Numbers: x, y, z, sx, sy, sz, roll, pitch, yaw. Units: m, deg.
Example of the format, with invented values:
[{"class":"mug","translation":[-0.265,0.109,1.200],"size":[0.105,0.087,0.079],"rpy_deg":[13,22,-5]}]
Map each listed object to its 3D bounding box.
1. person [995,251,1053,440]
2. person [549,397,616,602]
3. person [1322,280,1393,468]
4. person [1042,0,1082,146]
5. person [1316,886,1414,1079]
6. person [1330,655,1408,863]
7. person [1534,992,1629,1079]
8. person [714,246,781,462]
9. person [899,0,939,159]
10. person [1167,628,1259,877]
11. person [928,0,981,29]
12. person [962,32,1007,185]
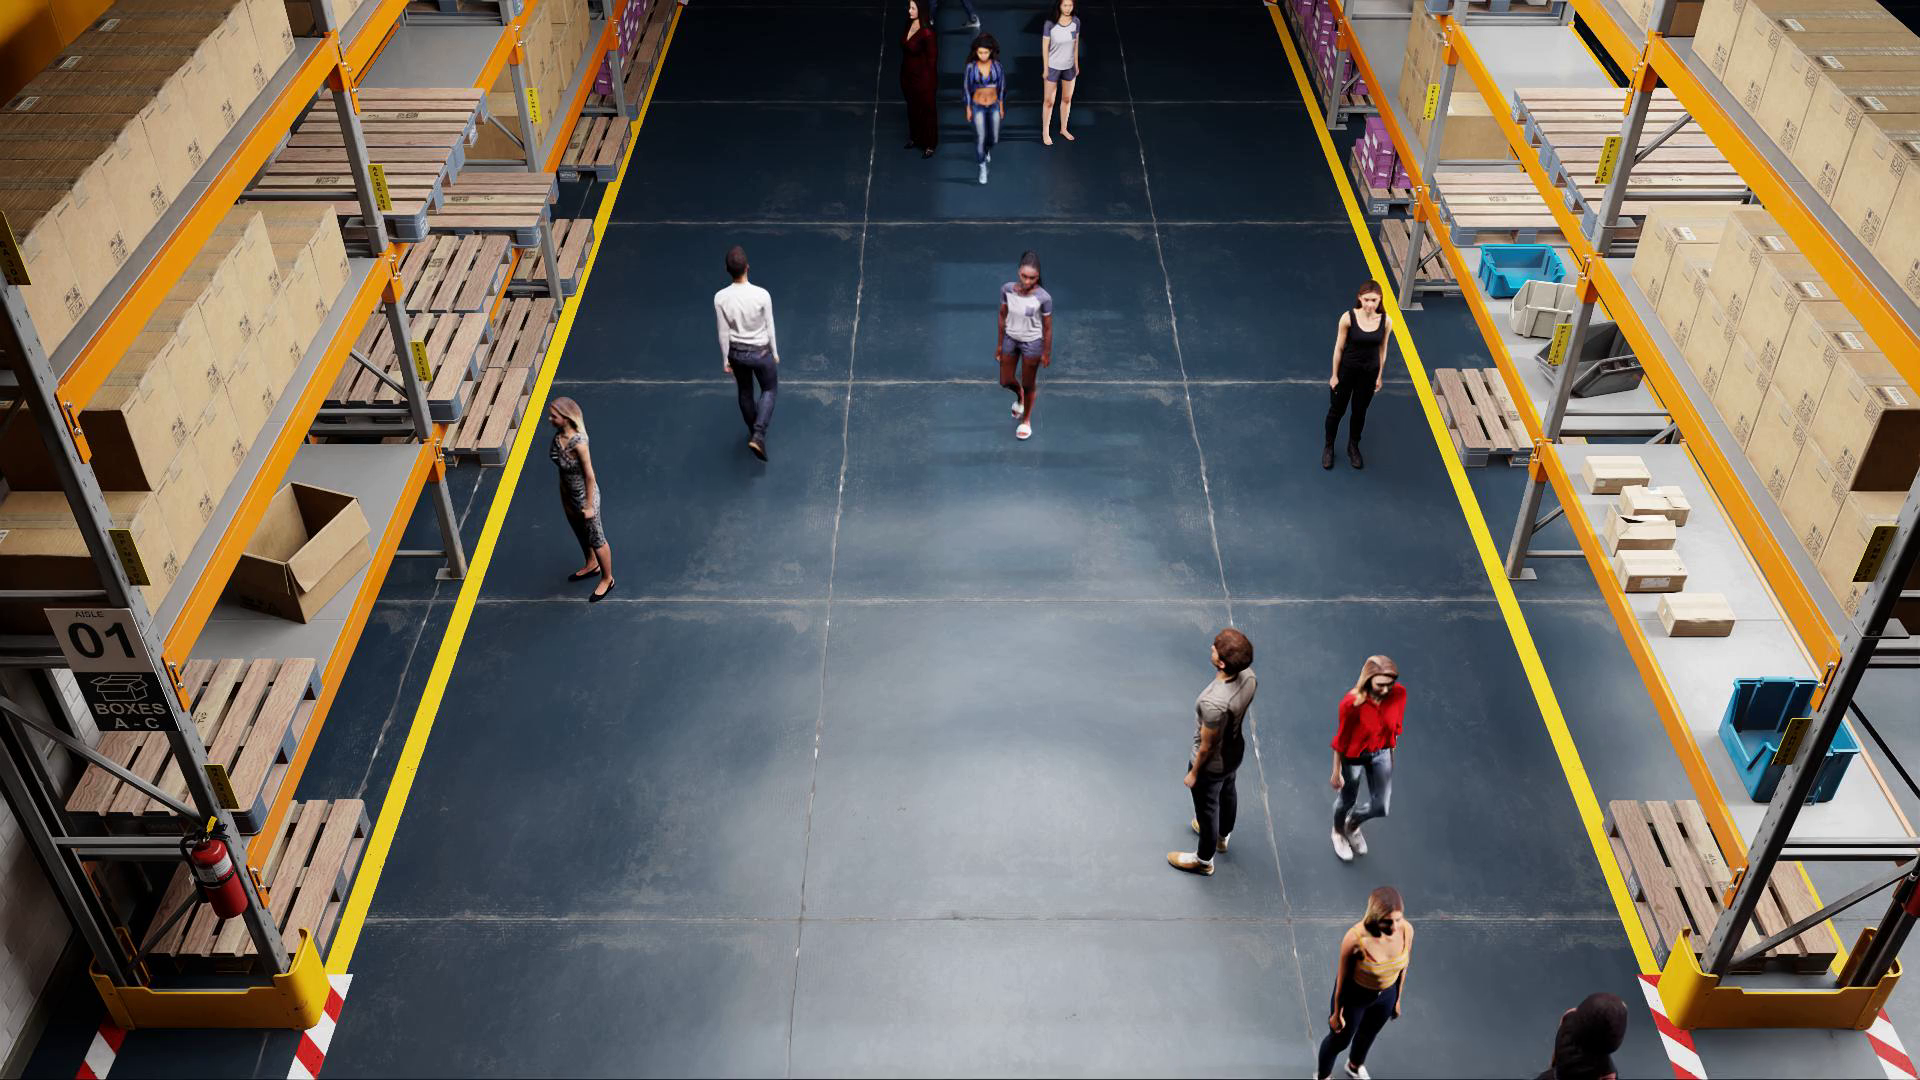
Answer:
[{"class":"person","translation":[0.556,-1.653,13.820],"size":[0.741,1.709,0.785],"rpy_deg":[17,42,20]},{"class":"person","translation":[-2.769,-0.329,12.166],"size":[0.699,1.704,0.610],"rpy_deg":[-25,45,-28]},{"class":"person","translation":[3.208,-1.350,13.458],"size":[0.574,1.688,0.539],"rpy_deg":[1,39,1]},{"class":"person","translation":[1.106,-5.216,18.284],"size":[0.671,1.706,0.661],"rpy_deg":[-15,41,-18]},{"class":"person","translation":[2.141,2.406,8.802],"size":[0.626,1.629,0.611],"rpy_deg":[-11,40,-14]},{"class":"person","translation":[2.425,1.282,10.164],"size":[0.704,1.685,0.679],"rpy_deg":[-11,40,-13]},{"class":"person","translation":[2.886,2.832,8.205],"size":[0.824,1.707,1.131],"rpy_deg":[-8,39,-10]},{"class":"person","translation":[-1.711,-1.464,13.468],"size":[0.676,1.853,0.995],"rpy_deg":[3,39,3]},{"class":"person","translation":[-0.428,-5.027,18.006],"size":[0.823,1.758,0.743],"rpy_deg":[-27,46,-29]},{"class":"person","translation":[1.552,1.274,10.005],"size":[0.795,1.897,0.705],"rpy_deg":[25,45,28]},{"class":"person","translation":[-0.053,-7.117,20.819],"size":[0.977,1.513,1.095],"rpy_deg":[19,43,23]},{"class":"person","translation":[0.261,-4.570,17.553],"size":[0.646,1.610,0.728],"rpy_deg":[-3,39,-4]}]
